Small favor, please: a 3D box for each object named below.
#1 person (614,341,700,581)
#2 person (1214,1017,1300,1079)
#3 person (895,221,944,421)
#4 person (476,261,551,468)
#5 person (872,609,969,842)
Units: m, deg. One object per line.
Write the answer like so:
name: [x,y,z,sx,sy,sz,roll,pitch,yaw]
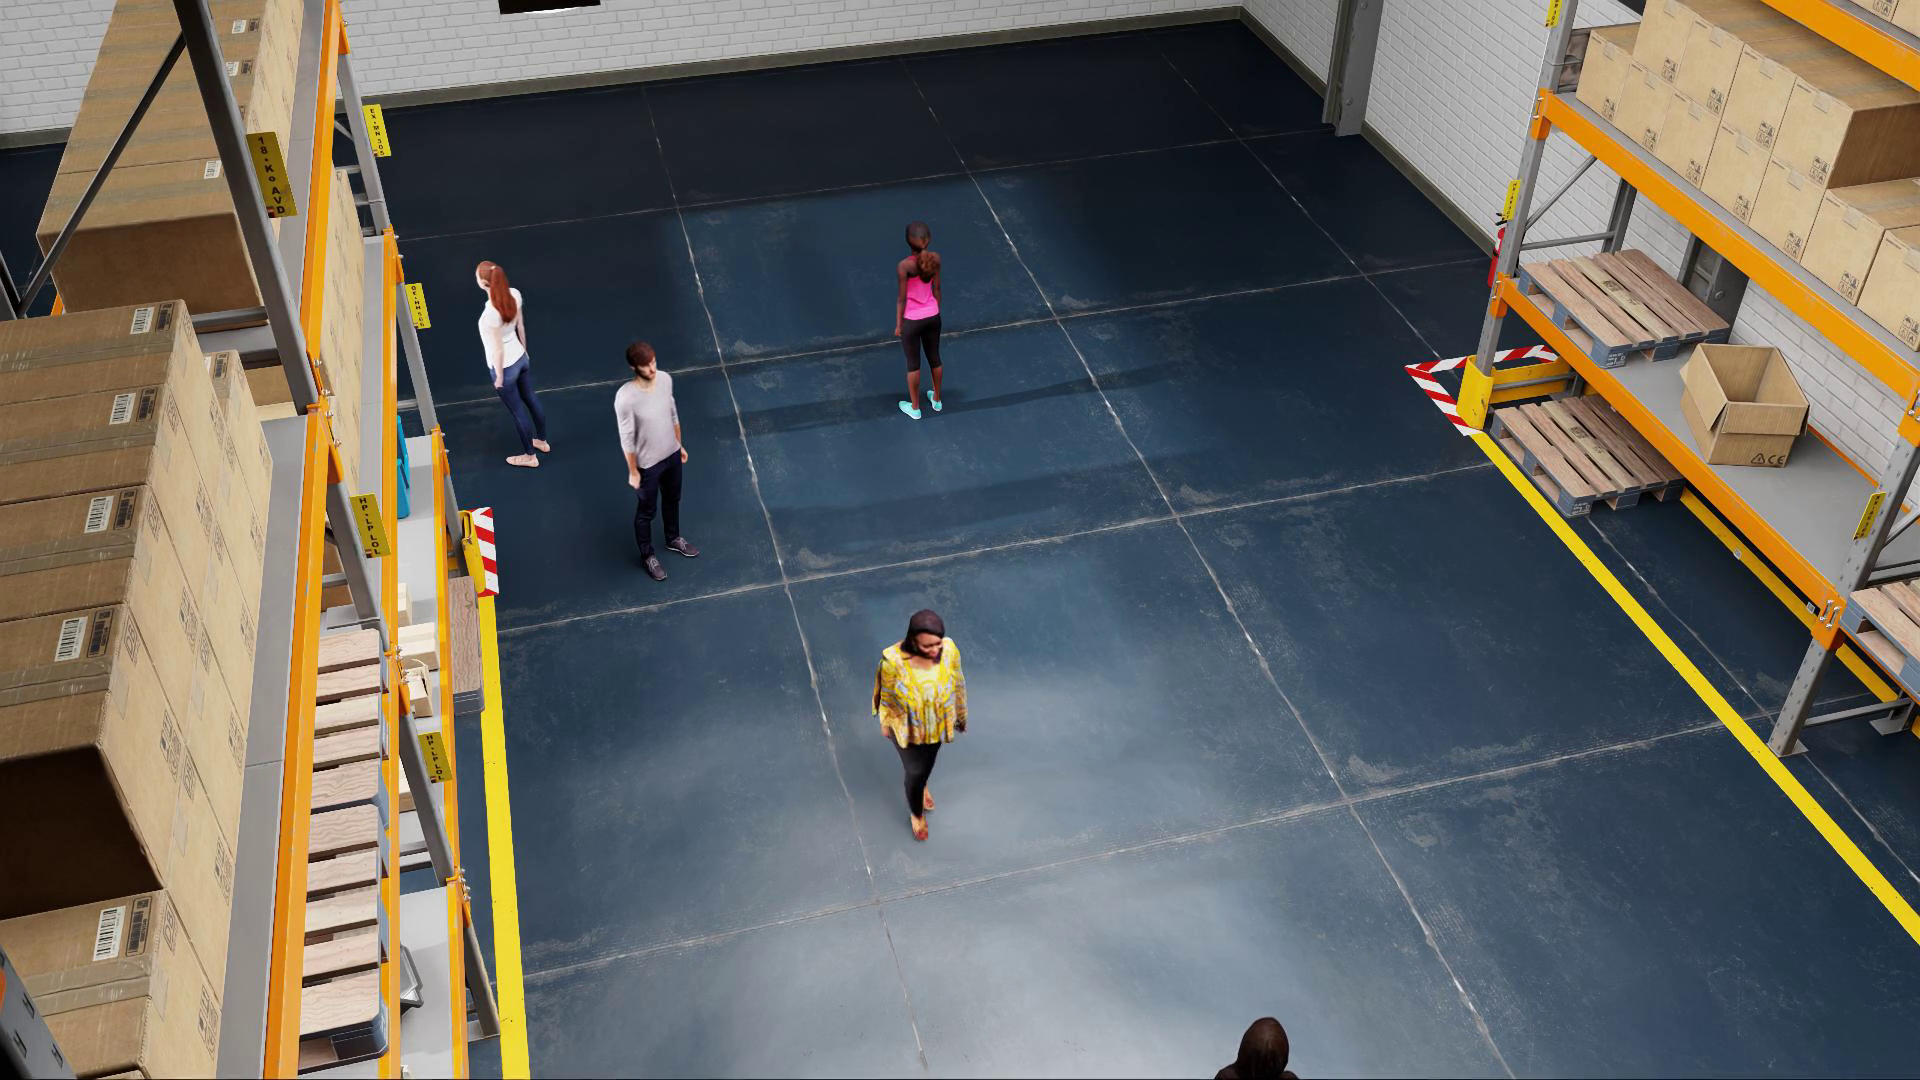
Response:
person: [-2.145,-0.590,11.645,0.755,1.843,0.734,26,45,29]
person: [1.314,2.750,7.624,0.639,1.641,0.594,2,39,2]
person: [-0.314,-1.748,13.191,0.616,1.722,0.624,-20,43,-23]
person: [-3.413,-1.336,12.664,0.717,1.737,0.626,12,40,15]
person: [-0.262,1.003,9.816,0.755,1.636,0.784,-16,41,-20]
